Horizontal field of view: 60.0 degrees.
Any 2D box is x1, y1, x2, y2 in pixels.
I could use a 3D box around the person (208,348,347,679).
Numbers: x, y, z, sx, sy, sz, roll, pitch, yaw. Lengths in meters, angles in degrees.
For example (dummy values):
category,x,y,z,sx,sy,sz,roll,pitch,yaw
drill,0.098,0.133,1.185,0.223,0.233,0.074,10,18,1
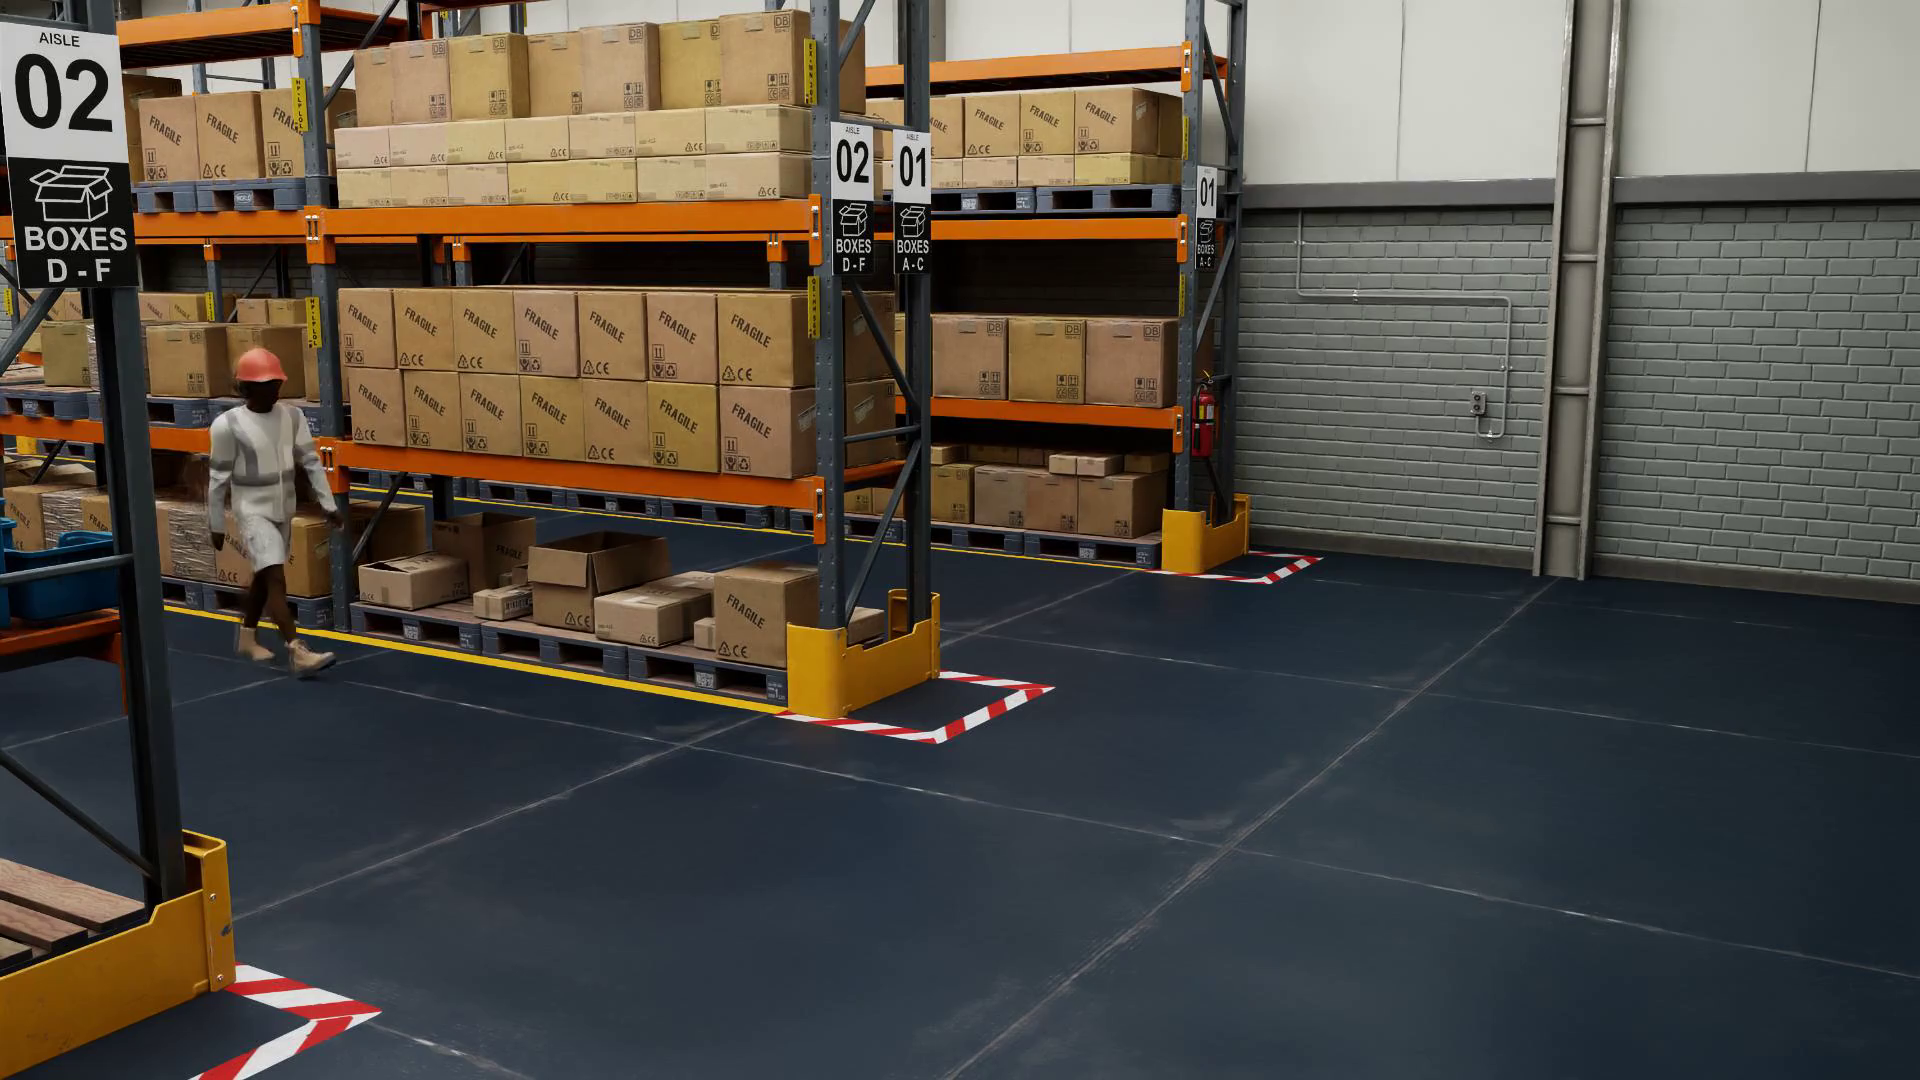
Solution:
category,x,y,z,sx,sy,sz,roll,pitch,yaw
person,-4.171,-0.168,10.091,1.077,1.976,0.621,5,11,29
